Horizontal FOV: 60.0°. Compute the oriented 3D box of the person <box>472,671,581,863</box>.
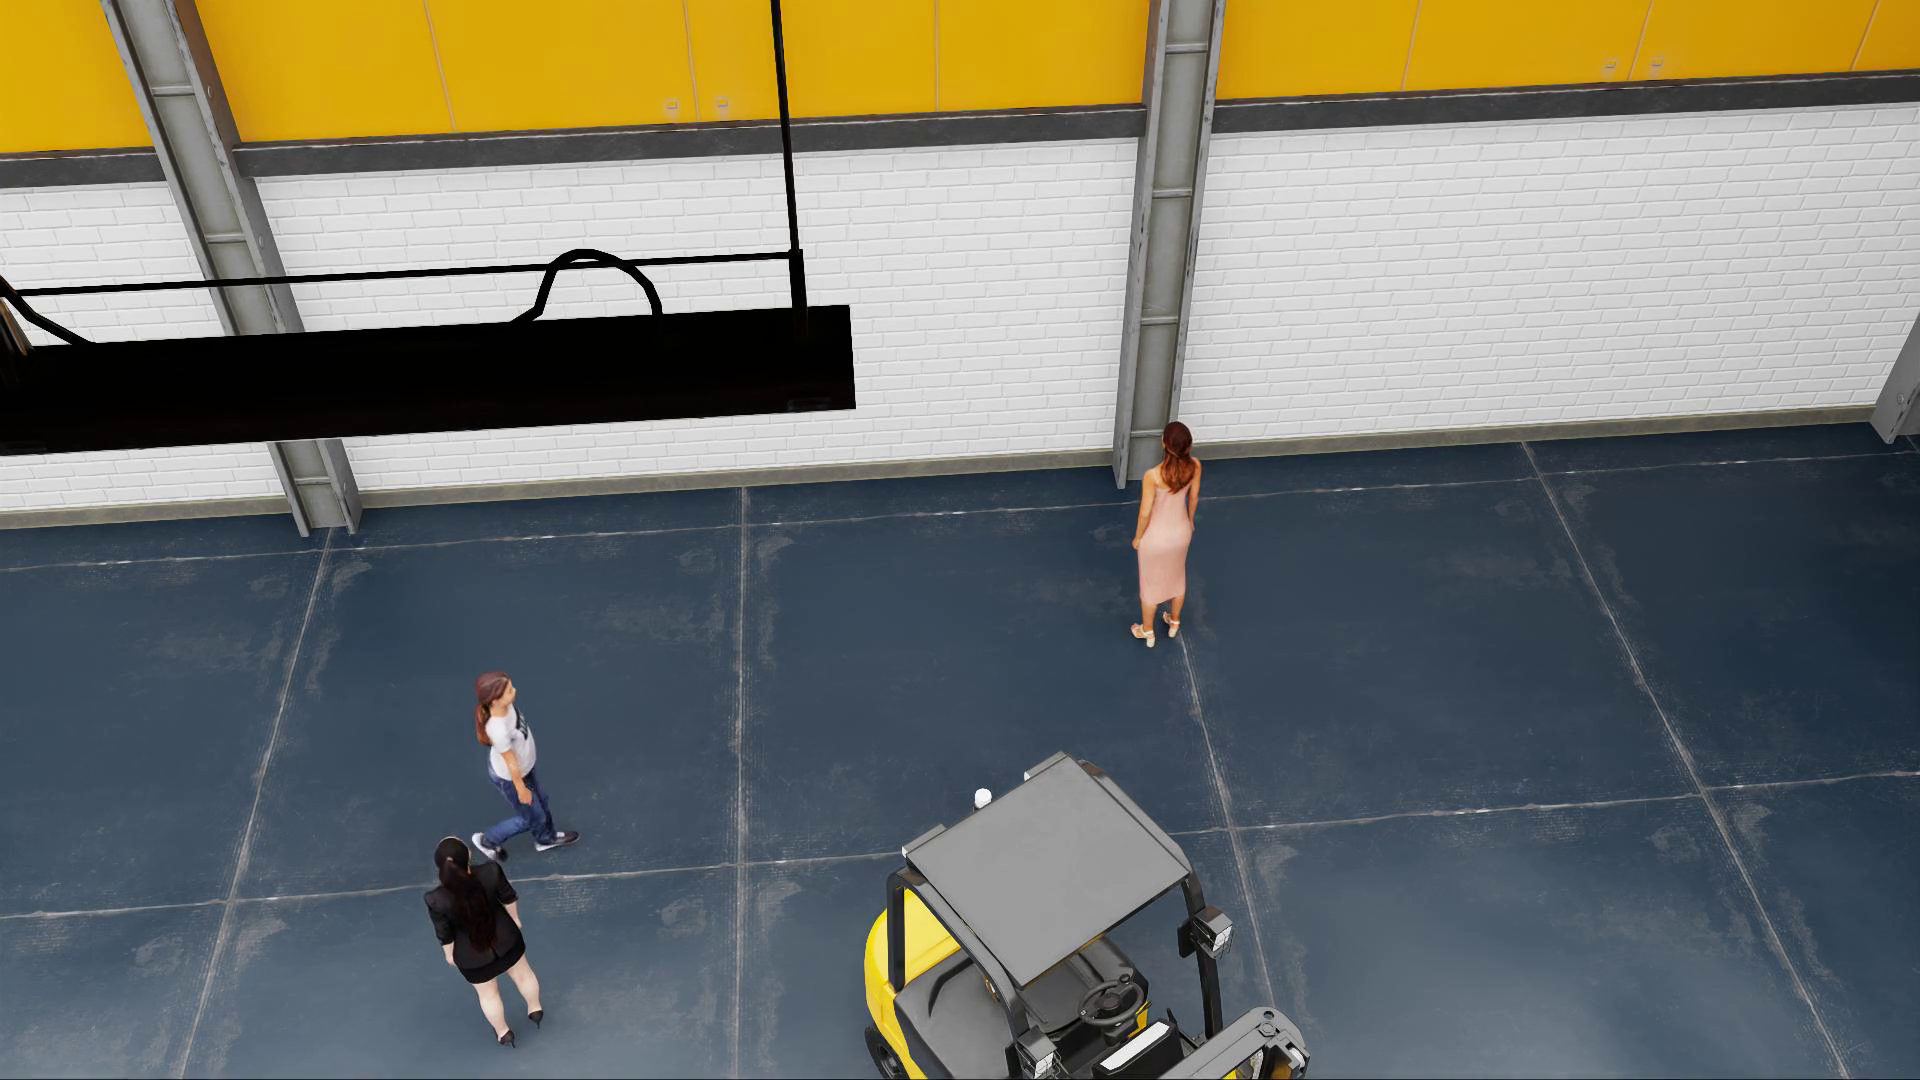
[{"bbox_3d":[-2.607,1.328,9.543,0.844,1.555,0.610,-9,44,-9],"label":"person"}]

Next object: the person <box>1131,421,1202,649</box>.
[{"bbox_3d":[1.330,-0.030,10.768,0.553,1.831,0.704,-16,46,-16],"label":"person"}]

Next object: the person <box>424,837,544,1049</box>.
[{"bbox_3d":[-2.455,2.090,8.639,0.627,1.699,0.731,-28,50,-26],"label":"person"}]
